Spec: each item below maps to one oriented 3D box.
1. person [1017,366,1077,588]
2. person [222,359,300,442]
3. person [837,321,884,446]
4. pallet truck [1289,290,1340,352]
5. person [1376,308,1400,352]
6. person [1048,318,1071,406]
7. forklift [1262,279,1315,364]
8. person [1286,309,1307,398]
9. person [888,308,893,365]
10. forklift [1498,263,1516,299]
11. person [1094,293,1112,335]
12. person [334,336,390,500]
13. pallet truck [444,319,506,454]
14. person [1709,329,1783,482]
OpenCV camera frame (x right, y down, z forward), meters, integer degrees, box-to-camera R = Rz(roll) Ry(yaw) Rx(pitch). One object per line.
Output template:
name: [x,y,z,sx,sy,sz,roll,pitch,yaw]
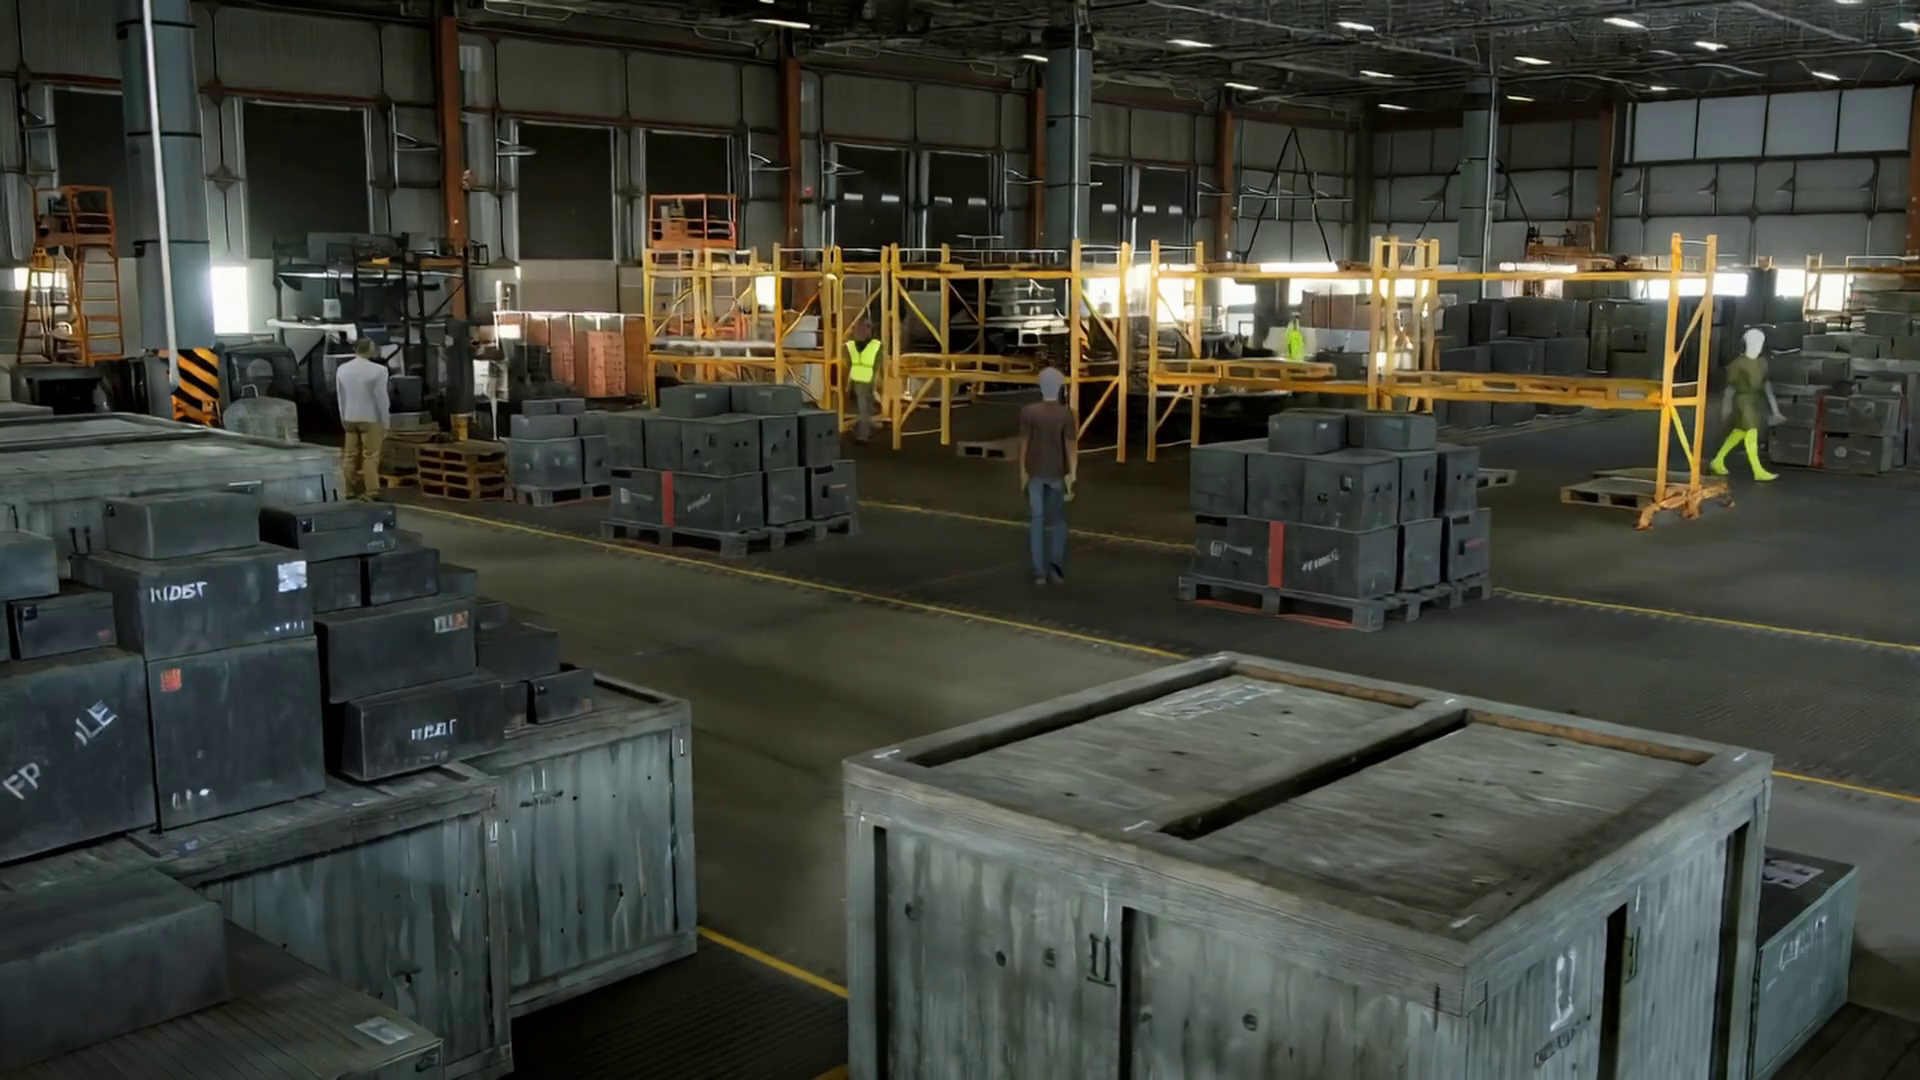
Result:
person: [0.719,-0.520,13.896,0.527,1.855,0.418,2,9,11]
person: [-5.762,-0.536,13.783,0.586,1.918,0.394,-2,9,-12]
person: [-1.519,-2.348,25.047,0.640,1.858,0.976,4,10,23]
pallet truck: [11.297,-6.951,52.861,1.885,1.965,0.823,-5,11,-29]
person: [11.062,-5.256,42.945,0.610,1.835,0.958,2,9,9]
person: [1.906,-3.318,31.401,0.485,1.738,0.322,1,9,7]
forklift: [8.555,-6.090,44.881,1.873,2.768,1.129,9,13,43]
person: [6.961,-3.846,34.333,0.399,1.830,0.606,7,12,38]
person: [-1.866,-5.303,43.884,0.314,1.634,0.516,2,10,15]
forklift: [15.200,-6.325,46.322,1.873,2.768,1.129,2,10,15]
person: [4.406,-6.668,51.344,0.544,1.929,0.386,0,9,3]
person: [-6.604,-1.294,18.429,0.642,1.927,0.388,2,10,14]
pallet truck: [-6.981,-1.942,22.150,1.885,1.965,0.823,1,9,9]
person: [9.933,-1.709,21.035,0.607,1.912,1.034,-6,11,-33]
